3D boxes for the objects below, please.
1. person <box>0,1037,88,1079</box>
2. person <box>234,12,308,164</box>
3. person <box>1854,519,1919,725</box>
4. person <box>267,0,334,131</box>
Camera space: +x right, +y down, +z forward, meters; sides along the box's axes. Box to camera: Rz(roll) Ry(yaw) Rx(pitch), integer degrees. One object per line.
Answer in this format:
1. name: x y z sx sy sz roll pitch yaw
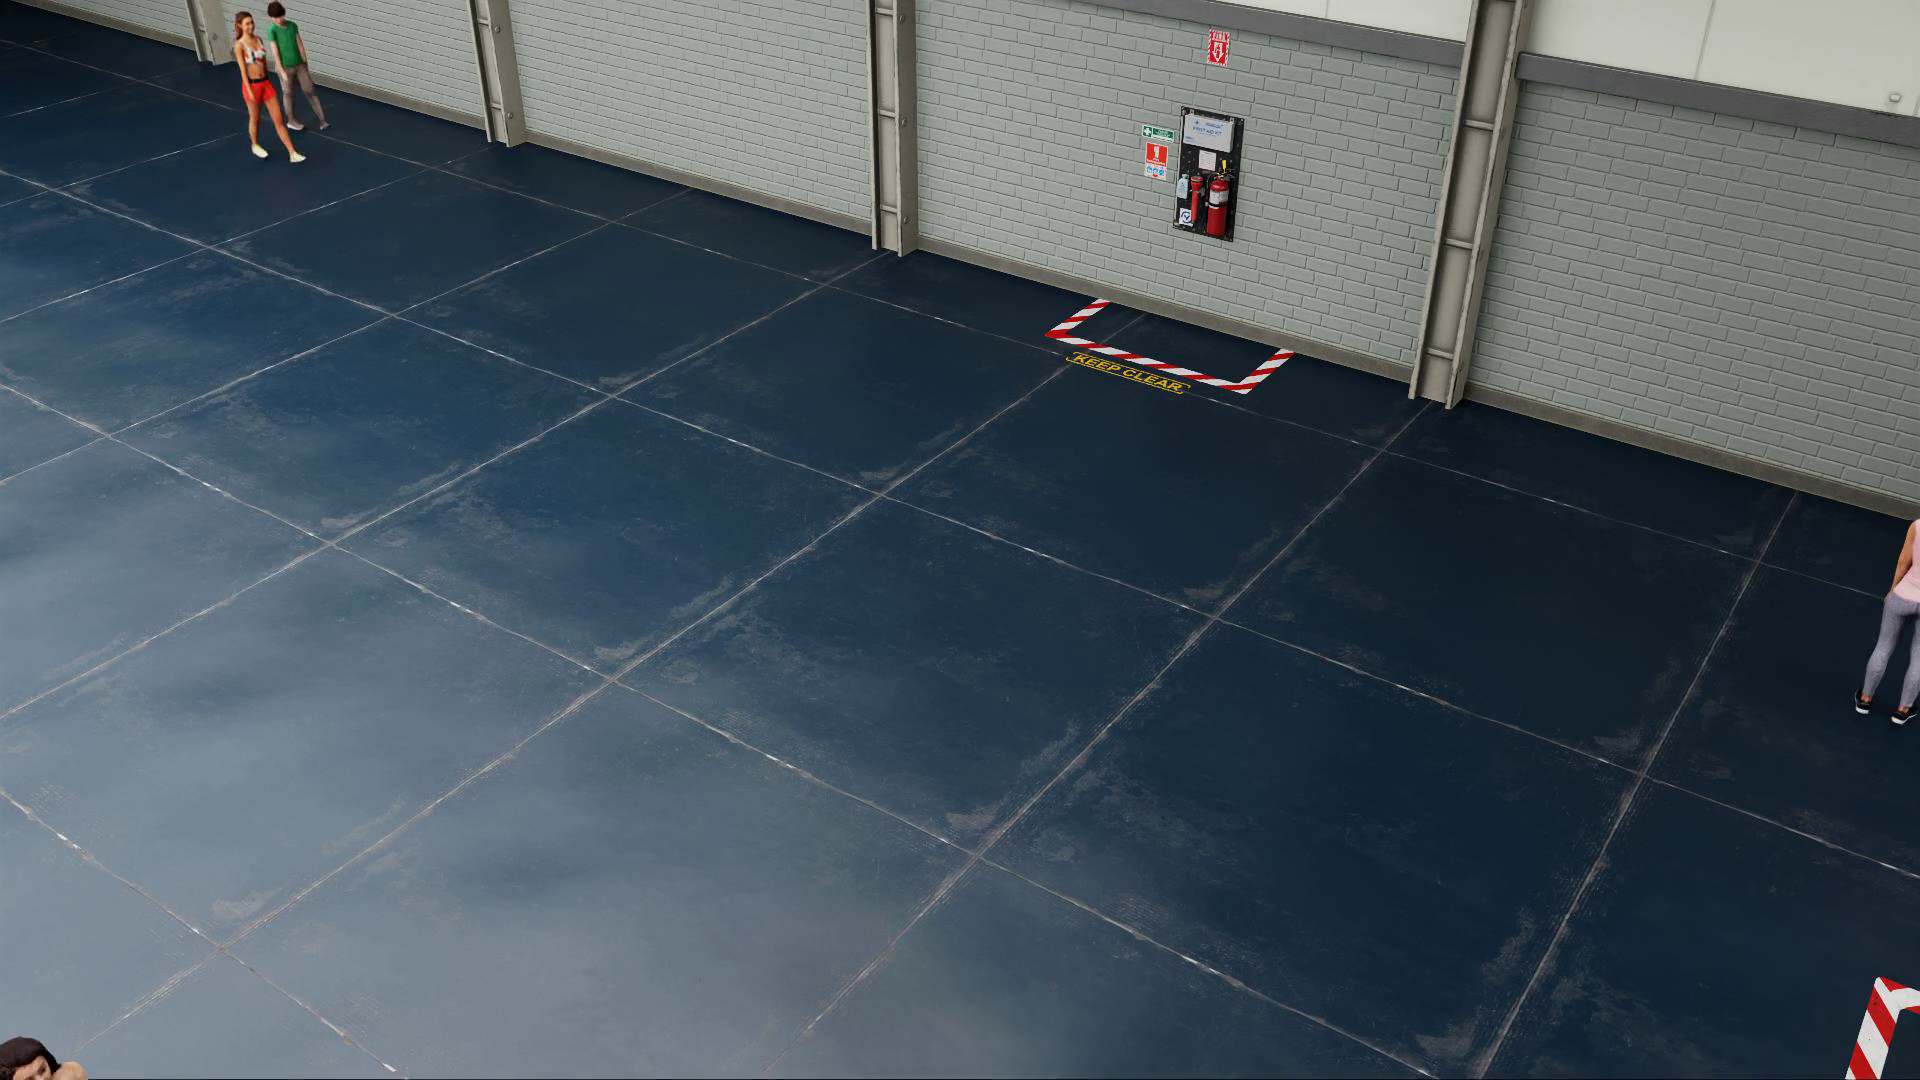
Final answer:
1. person: -3.721 2.650 6.941 0.733 1.723 0.638 15 35 22
2. person: -8.282 -5.273 19.482 1.163 1.743 0.657 17 36 25
3. person: 6.076 0.387 10.528 0.426 1.723 0.607 20 37 28
4. person: -8.301 -5.815 20.470 1.028 1.606 0.701 25 40 34
